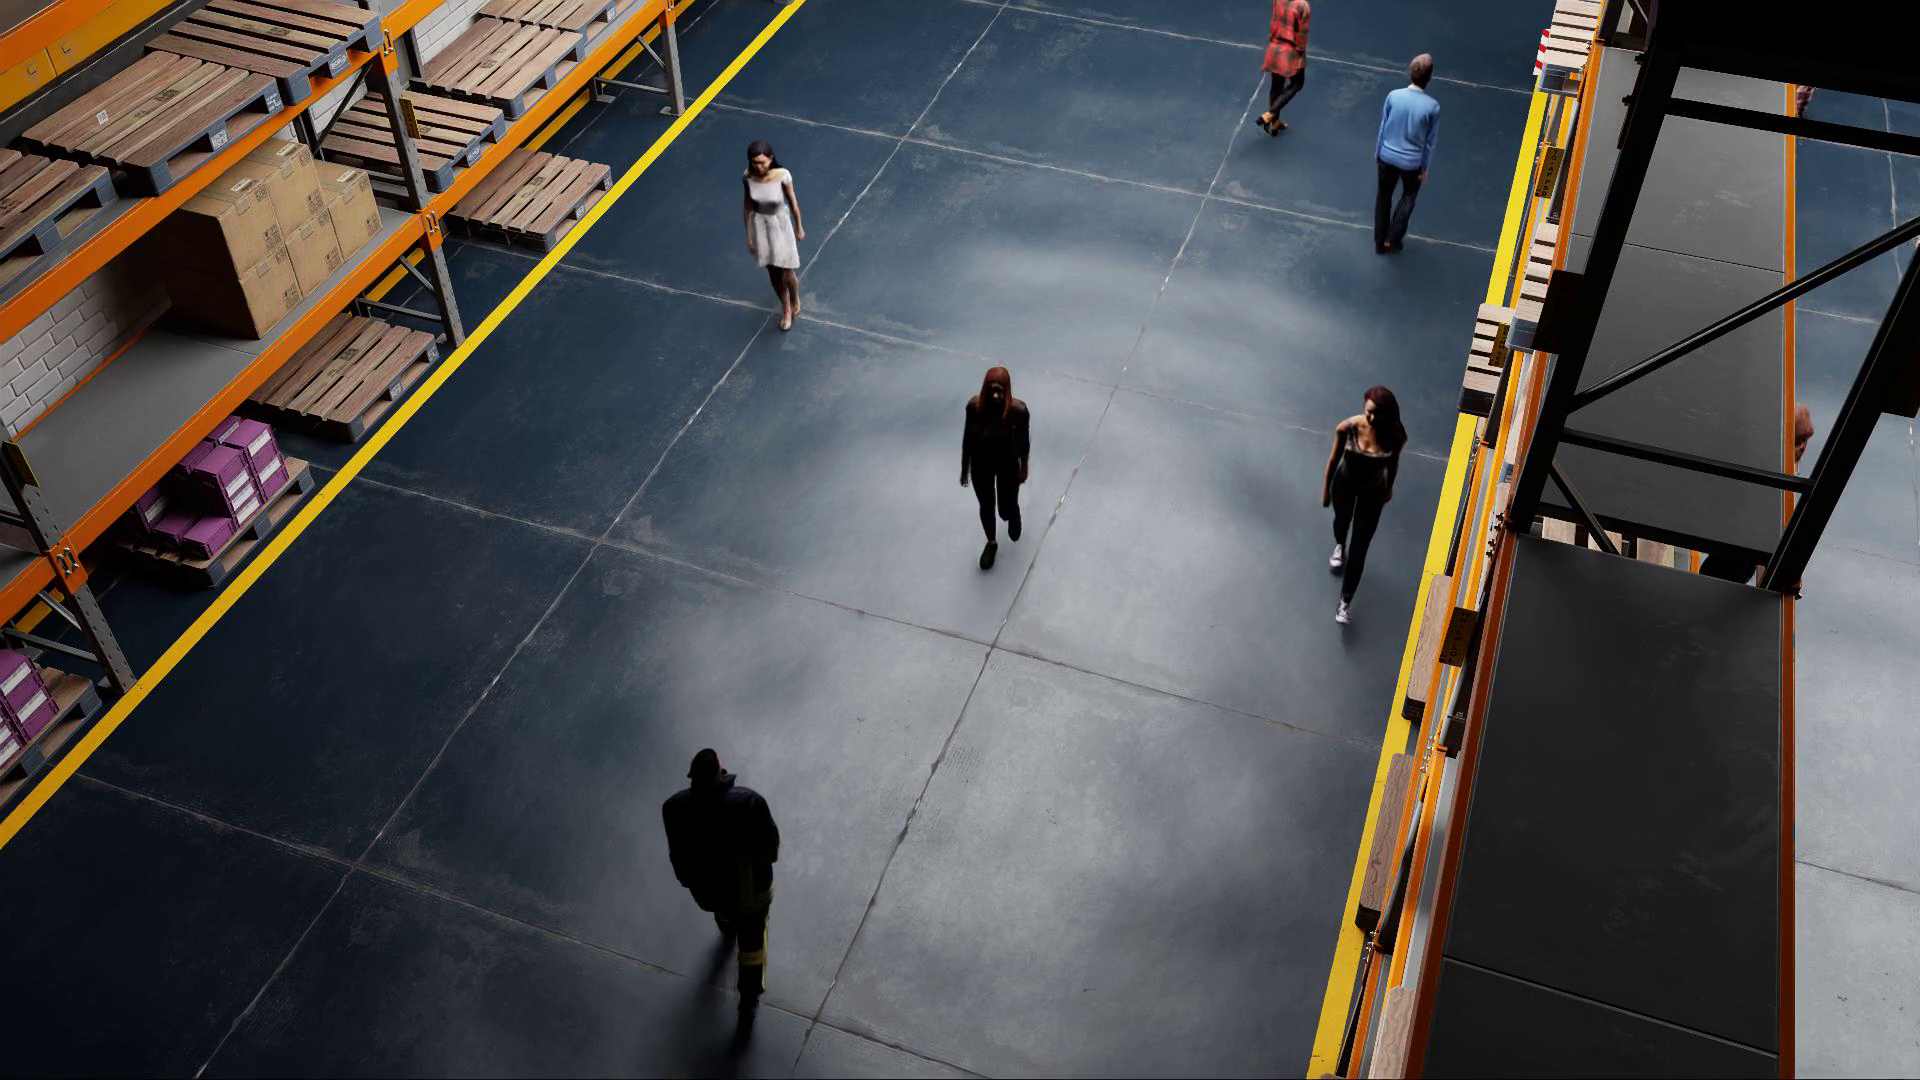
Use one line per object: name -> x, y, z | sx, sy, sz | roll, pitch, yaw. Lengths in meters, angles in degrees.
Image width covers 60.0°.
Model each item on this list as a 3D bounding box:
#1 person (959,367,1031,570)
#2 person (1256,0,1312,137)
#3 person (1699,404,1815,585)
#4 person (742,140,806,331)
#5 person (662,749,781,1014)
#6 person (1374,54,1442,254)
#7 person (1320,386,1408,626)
person -> 0.262, -0.569, 11.374 | 0.632, 1.701, 0.722 | 11, 45, 12
person -> 2.993, -4.517, 15.524 | 0.858, 1.694, 0.792 | -29, 51, -27
person -> 5.094, -0.105, 10.887 | 0.843, 1.700, 0.787 | -7, 44, -8
person -> -1.497, -2.484, 13.343 | 0.656, 1.757, 0.742 | 7, 44, 7
person -> -1.231, 1.778, 8.813 | 0.931, 1.835, 1.184 | 3, 44, 3
person -> 3.712, -3.207, 14.067 | 0.705, 1.805, 0.692 | 21, 47, 20
person -> 2.666, -0.378, 11.163 | 0.649, 1.715, 1.160 | 11, 45, 12
